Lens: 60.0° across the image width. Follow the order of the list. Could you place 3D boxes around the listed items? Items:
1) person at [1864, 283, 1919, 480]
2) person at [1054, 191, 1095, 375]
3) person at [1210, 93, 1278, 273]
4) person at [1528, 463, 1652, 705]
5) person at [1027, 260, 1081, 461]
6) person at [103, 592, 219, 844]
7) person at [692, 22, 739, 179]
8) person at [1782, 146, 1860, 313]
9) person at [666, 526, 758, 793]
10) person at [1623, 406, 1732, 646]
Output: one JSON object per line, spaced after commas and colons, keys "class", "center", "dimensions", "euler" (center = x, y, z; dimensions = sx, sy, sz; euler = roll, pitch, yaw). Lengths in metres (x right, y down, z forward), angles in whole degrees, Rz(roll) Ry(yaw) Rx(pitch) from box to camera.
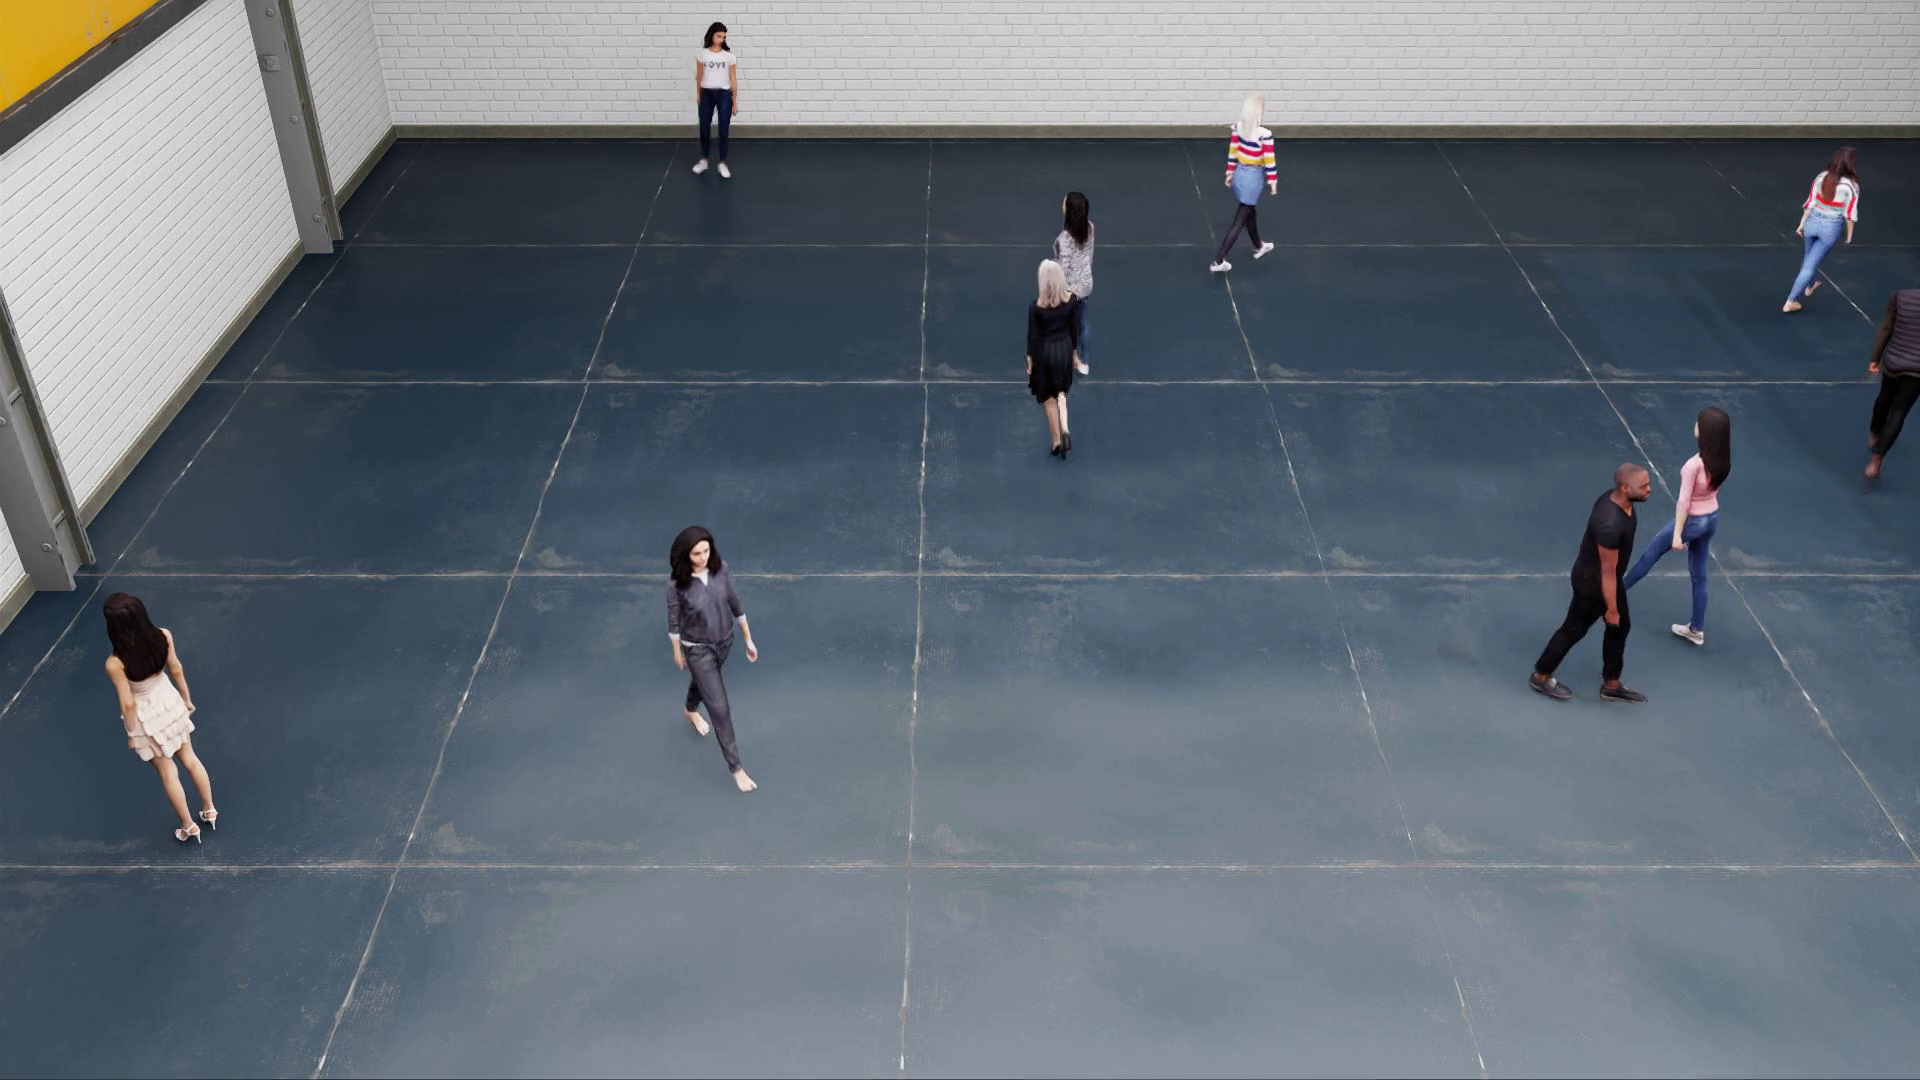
{"class": "person", "center": [7.398, -1.313, 13.009], "dimensions": [1.176, 1.795, 1.285], "euler": [25, 41, 32]}
{"class": "person", "center": [0.980, -2.190, 14.385], "dimensions": [0.741, 1.732, 0.674], "euler": [27, 42, 35]}
{"class": "person", "center": [2.755, -3.444, 16.243], "dimensions": [1.167, 1.764, 1.183], "euler": [-23, 40, -30]}
{"class": "person", "center": [3.969, 0.277, 10.618], "dimensions": [1.024, 1.794, 1.039], "euler": [19, 38, 26]}
{"class": "person", "center": [0.760, -1.358, 13.133], "dimensions": [0.770, 1.732, 0.853], "euler": [-11, 35, -16]}
{"class": "person", "center": [-4.587, 1.032, 9.535], "dimensions": [0.723, 1.736, 0.616], "euler": [18, 38, 25]}
{"class": "person", "center": [-2.721, -4.859, 18.391], "dimensions": [0.744, 1.743, 0.600], "euler": [8, 34, 12]}
{"class": "person", "center": [8.015, -2.876, 15.552], "dimensions": [0.996, 1.583, 0.990], "euler": [-22, 40, -30]}
{"class": "person", "center": [-1.585, 0.617, 10.180], "dimensions": [1.090, 1.712, 1.209], "euler": [-24, 41, -32]}
{"class": "person", "center": [5.006, -0.066, 11.210], "dimensions": [0.947, 1.709, 1.159], "euler": [-17, 37, -24]}
